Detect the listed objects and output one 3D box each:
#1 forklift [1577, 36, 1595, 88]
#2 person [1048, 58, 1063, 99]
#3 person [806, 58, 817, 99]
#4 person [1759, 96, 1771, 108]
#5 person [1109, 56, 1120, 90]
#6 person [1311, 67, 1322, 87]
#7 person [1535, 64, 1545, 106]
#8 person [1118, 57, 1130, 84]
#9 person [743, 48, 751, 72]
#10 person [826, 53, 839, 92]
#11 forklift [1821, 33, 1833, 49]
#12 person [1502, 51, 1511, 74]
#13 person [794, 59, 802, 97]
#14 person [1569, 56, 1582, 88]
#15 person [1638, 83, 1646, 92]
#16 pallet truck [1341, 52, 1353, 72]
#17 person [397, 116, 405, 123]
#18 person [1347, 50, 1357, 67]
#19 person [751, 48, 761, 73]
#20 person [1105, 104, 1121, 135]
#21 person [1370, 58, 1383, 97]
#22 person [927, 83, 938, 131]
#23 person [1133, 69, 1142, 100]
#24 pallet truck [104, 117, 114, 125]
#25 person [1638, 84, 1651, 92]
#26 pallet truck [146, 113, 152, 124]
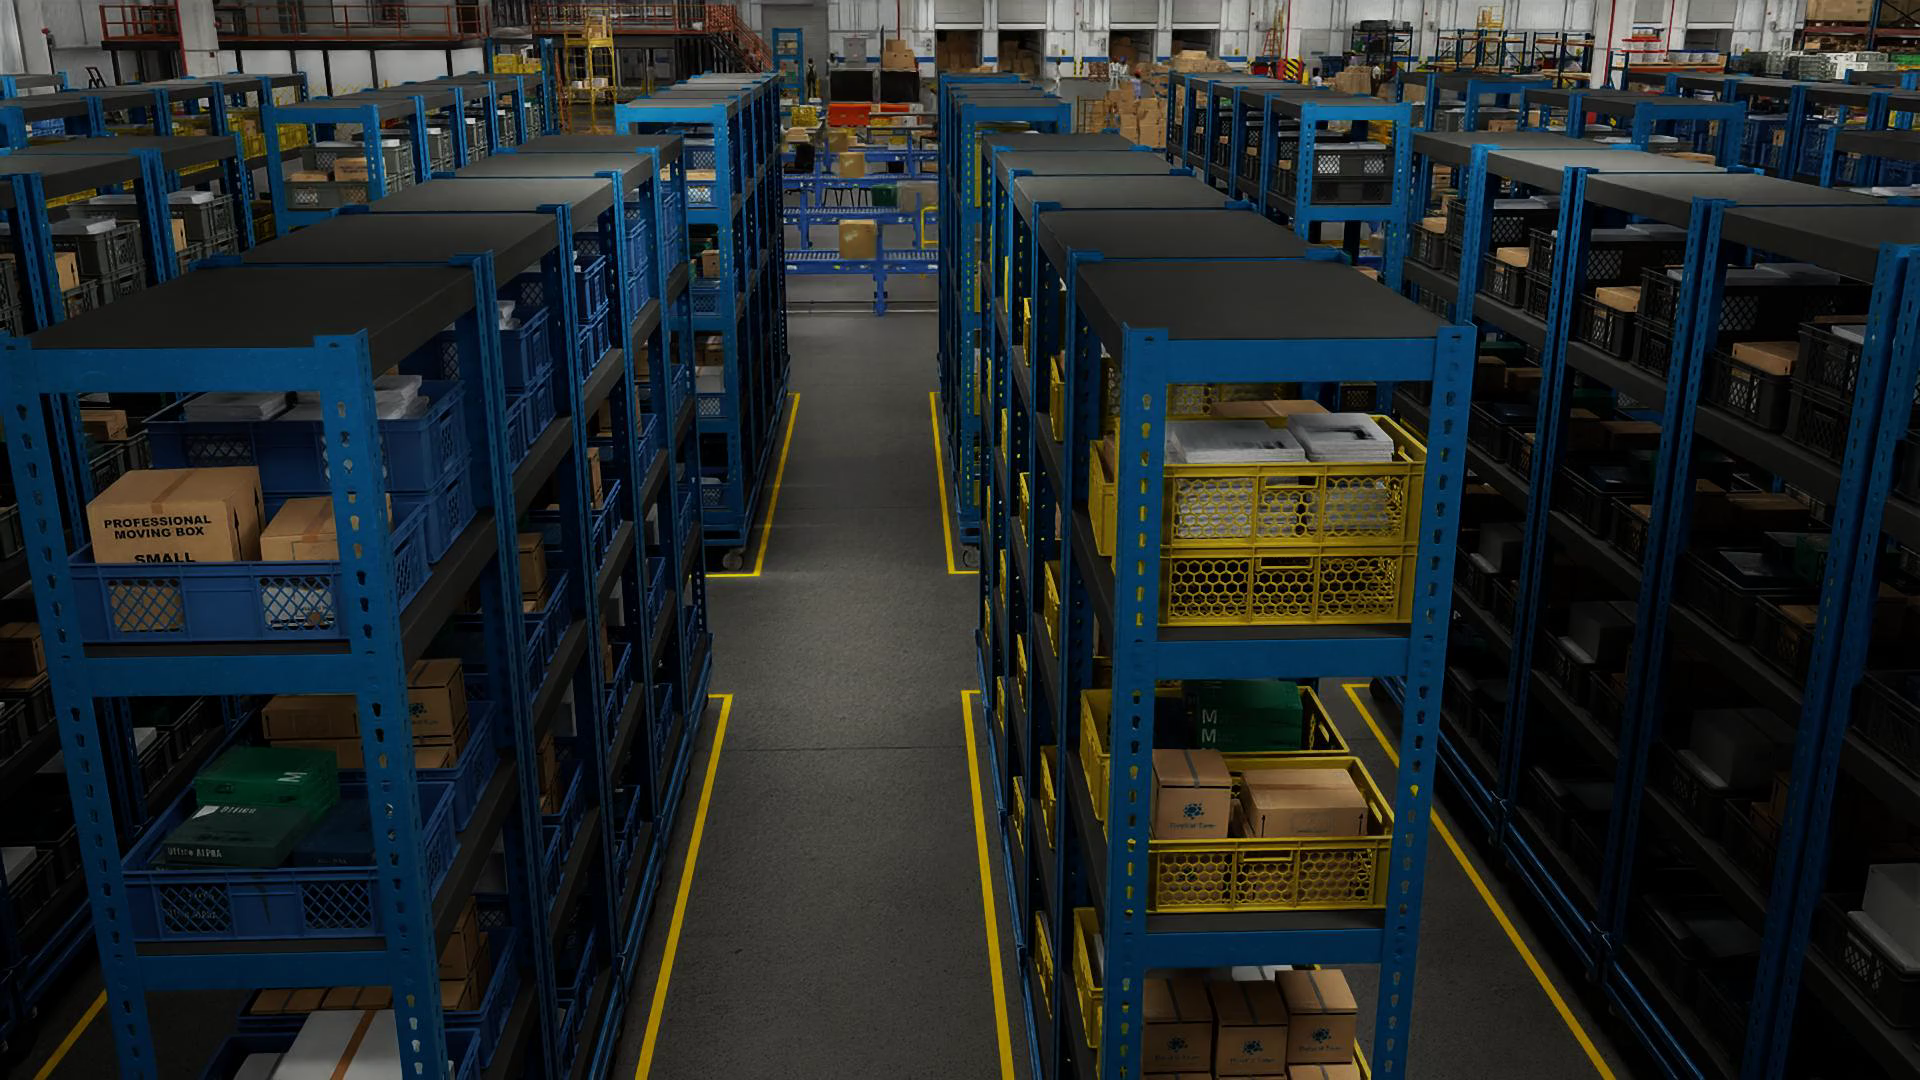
[{"bbox_3d":[29.905,-22.173,77.879,1.873,2.768,1.129,-15,23,-39],"label":"forklift"},{"bbox_3d":[4.436,-21.449,77.258,0.651,1.867,0.587,5,19,14],"label":"person"},{"bbox_3d":[-6.888,-21.344,76.972,0.520,1.842,0.331,-5,18,-14],"label":"person"},{"bbox_3d":[21.137,-10.750,43.879,0.627,2.032,0.427,2,18,7],"label":"person"},{"bbox_3d":[7.300,-21.912,78.687,0.573,1.877,0.353,-5,19,-15],"label":"person"},{"bbox_3d":[13.418,-16.873,62.954,0.393,1.965,0.652,15,23,39],"label":"person"},{"bbox_3d":[24.105,-18.865,69.286,0.532,1.860,0.332,-9,20,-25],"label":"person"},{"bbox_3d":[7.415,-20.884,75.382,0.605,1.949,0.402,13,22,35],"label":"person"},{"bbox_3d":[-11.910,-26.778,93.811,0.630,1.822,0.650,2,18,5],"label":"person"},{"bbox_3d":[-6.431,-23.573,83.782,0.620,1.897,0.491,-4,18,-13],"label":"person"},{"bbox_3d":[43.362,-23.988,83.493,1.873,2.768,1.129,13,22,35],"label":"forklift"},{"bbox_3d":[28.316,-24.432,86.405,0.400,1.926,0.652,-7,19,-20],"label":"person"},{"bbox_3d":[-7.500,-21.314,76.727,0.376,1.939,0.547,7,19,22],"label":"person"},{"bbox_3d":[30.558,-23.084,82.444,0.646,1.793,0.954,-12,21,-33],"label":"person"},{"bbox_3d":[21.452,-13.488,52.618,0.657,1.876,0.575,-1,18,-4],"label":"person"},{"bbox_3d":[18.794,-23.123,82.231,0.823,1.965,1.885,-13,22,-35],"label":"pallet truck"},{"bbox_3d":[-17.867,-13.646,53.360,0.578,1.699,0.622,5,18,14],"label":"person"},{"bbox_3d":[20.616,-24.805,87.564,0.422,1.935,0.629,-12,22,-33],"label":"person"},{"bbox_3d":[-11.242,-26.155,91.764,0.584,1.910,0.389,-8,19,-23],"label":"person"},{"bbox_3d":[4.250,-11.377,46.484,0.511,1.613,0.618,-4,18,-11],"label":"person"},{"bbox_3d":[17.910,-19.670,71.475,0.536,2.000,0.676,-1,18,-3],"label":"person"},{"bbox_3d":[-0.922,-13.871,53.914,0.696,1.810,0.591,-8,19,-23],"label":"person"},{"bbox_3d":[6.611,-16.858,62.975,0.786,1.920,0.544,6,19,18],"label":"person"},{"bbox_3d":[-18.367,-7.885,35.078,1.885,1.965,0.823,1,18,2],"label":"pallet truck"},{"bbox_3d":[25.017,-16.048,60.928,0.523,1.634,0.315,-1,18,-2],"label":"person"},{"bbox_3d":[-18.087,-8.309,36.390,1.885,1.965,0.823,-1,18,-4],"label":"pallet truck"}]
